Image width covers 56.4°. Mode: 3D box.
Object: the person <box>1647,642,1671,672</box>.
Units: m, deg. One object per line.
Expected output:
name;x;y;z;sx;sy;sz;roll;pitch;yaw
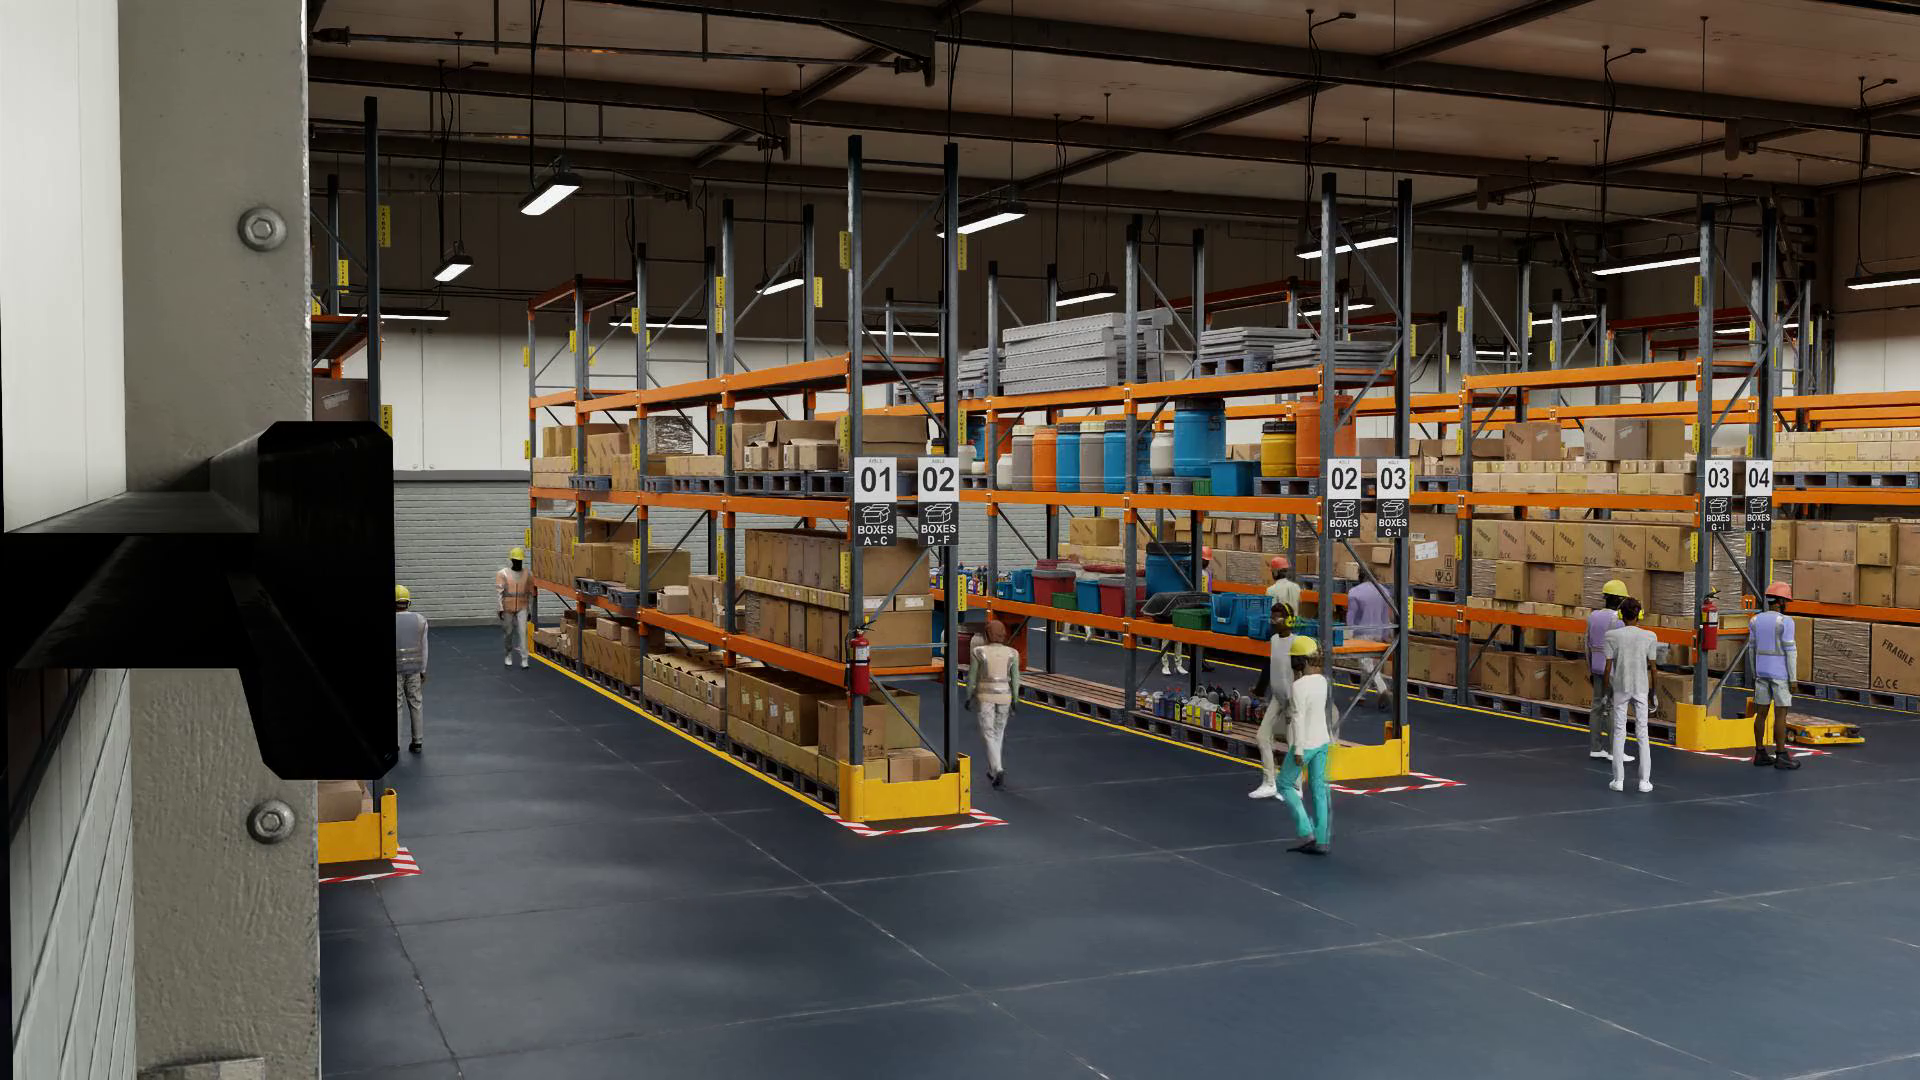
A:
person;9.006;1.337;23.185;0.546;1.685;0.426;-1;2;-19

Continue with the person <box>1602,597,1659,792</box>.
person;6.452;1.480;17.235;0.508;1.865;0.329;1;2;18

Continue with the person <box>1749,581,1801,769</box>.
person;8.480;1.395;18.627;0.372;1.928;0.543;-1;2;-26

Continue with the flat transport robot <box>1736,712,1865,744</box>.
flat transport robot;9.641;2.155;20.635;0.652;0.197;1.431;0;2;-12

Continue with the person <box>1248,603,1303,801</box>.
person;2.934;1.507;16.649;0.673;1.847;0.565;-1;2;-26

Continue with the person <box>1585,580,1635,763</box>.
person;6.905;1.383;19.025;0.392;1.919;0.589;-1;2;-23

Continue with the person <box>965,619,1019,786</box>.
person;0.344;1.590;17.633;0.518;1.613;0.781;-1;2;-17

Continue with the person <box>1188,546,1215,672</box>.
person;3.709;1.058;27.422;0.373;1.928;0.543;2;3;42

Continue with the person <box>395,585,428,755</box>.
person;-6.082;1.407;19.494;0.586;1.835;0.403;-2;3;-43

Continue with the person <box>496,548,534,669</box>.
person;-6.986;1.053;28.137;0.588;1.886;0.949;-1;2;-23

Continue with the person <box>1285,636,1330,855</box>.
person;2.773;1.643;14.376;0.434;1.748;0.540;2;3;40

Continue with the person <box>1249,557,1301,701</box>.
person;4.259;1.197;23.713;0.629;1.941;1.052;-1;3;-30

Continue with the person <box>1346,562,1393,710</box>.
person;5.323;1.235;23.173;0.643;1.911;0.924;-1;2;-26

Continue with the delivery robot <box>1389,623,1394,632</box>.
delivery robot;7.352;1.554;31.447;0.477;0.478;0.707;-1;2;-18

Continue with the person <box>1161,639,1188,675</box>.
person;3.240;1.100;27.048;0.513;1.872;0.328;-1;2;-21

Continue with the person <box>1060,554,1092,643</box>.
person;2.086;1.041;32.114;0.492;1.605;0.817;-1;2;-26
